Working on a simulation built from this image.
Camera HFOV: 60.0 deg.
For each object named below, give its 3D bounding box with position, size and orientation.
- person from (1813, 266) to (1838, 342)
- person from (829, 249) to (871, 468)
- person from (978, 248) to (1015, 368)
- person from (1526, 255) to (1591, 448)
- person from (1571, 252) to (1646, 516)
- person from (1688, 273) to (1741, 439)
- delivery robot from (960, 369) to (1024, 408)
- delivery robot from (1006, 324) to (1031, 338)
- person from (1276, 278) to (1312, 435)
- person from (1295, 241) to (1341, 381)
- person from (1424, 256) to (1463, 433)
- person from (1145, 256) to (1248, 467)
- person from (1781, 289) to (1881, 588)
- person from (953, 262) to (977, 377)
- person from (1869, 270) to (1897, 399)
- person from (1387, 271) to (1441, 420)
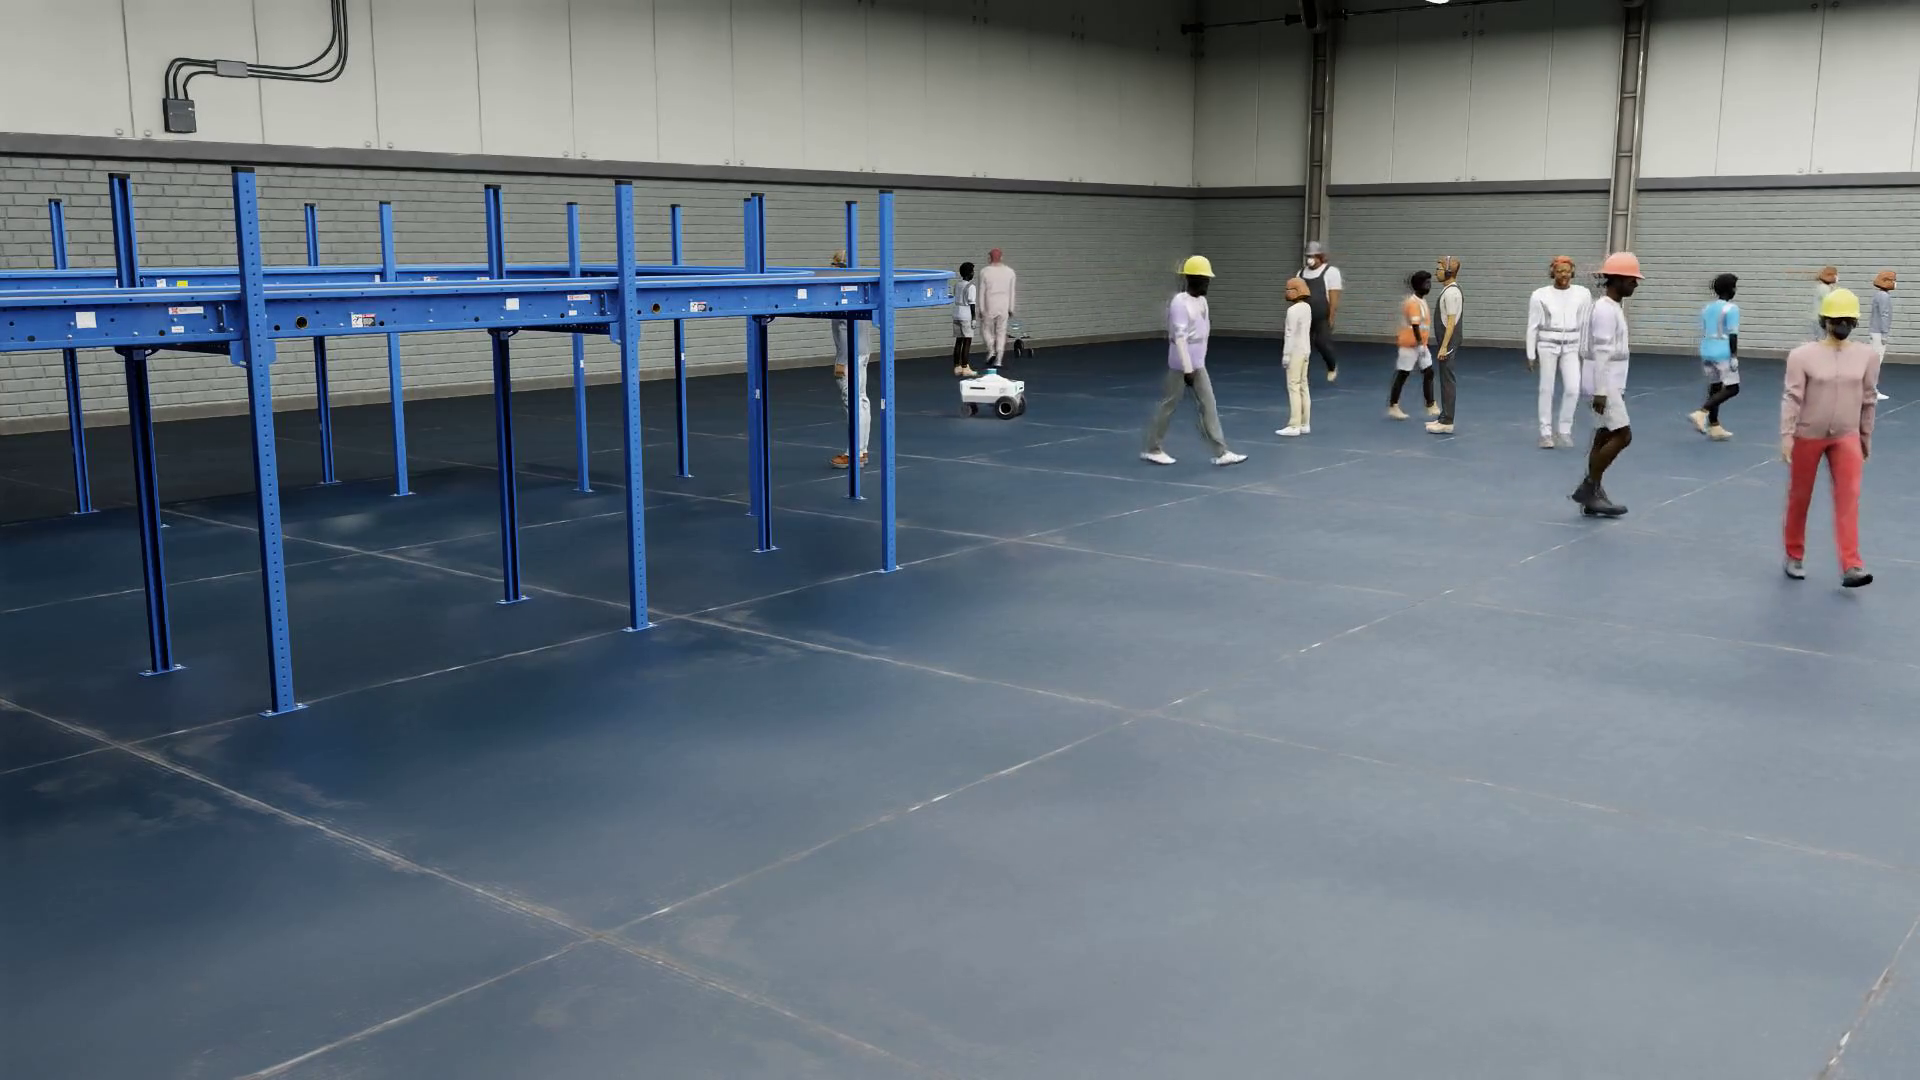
[{"bbox_3d":[13.003,-3.285,24.965,0.456,1.620,0.517,5,11,26],"label":"person"},{"bbox_3d":[-0.987,-1.623,14.873,0.371,1.940,0.627,2,10,10],"label":"person"},{"bbox_3d":[0.559,-3.689,26.442,0.656,1.889,0.443,-3,11,-17],"label":"person"},{"bbox_3d":[5.800,-1.806,16.087,0.619,1.863,0.624,1,10,6],"label":"person"},{"bbox_3d":[4.749,-1.126,12.146,0.390,1.926,0.580,5,11,24],"label":"person"},{"bbox_3d":[7.652,-1.853,16.813,0.478,1.686,0.547,-1,10,-7],"label":"person"},{"bbox_3d":[0.364,-1.726,19.127,0.707,0.478,0.477,3,10,16],"label":"delivery robot"},{"bbox_3d":[0.979,-3.669,29.187,0.335,0.223,0.698,-6,12,-29],"label":"delivery robot"},{"bbox_3d":[3.503,-1.911,17.333,0.270,1.630,0.497,7,12,33],"label":"person"},{"bbox_3d":[4.920,-3.110,22.946,0.692,2.000,0.746,8,13,37],"label":"person"},{"bbox_3d":[5.125,-2.061,17.563,0.344,1.846,0.507,3,11,16],"label":"person"},{"bbox_3d":[2.079,-1.586,14.839,0.984,1.871,0.611,7,12,35],"label":"person"},{"bbox_3d":[5.076,-0.581,9.688,0.546,1.727,0.875,2,10,11],"label":"person"},{"bbox_3d":[0.078,-3.302,24.873,0.322,1.689,0.530,-6,12,-32],"label":"person"},{"bbox_3d":[11.786,-2.629,21.291,0.265,1.632,0.508,3,11,17],"label":"person"},{"bbox_3d":[5.188,-2.168,18.648,0.767,1.669,0.550,6,12,32],"label":"person"}]
